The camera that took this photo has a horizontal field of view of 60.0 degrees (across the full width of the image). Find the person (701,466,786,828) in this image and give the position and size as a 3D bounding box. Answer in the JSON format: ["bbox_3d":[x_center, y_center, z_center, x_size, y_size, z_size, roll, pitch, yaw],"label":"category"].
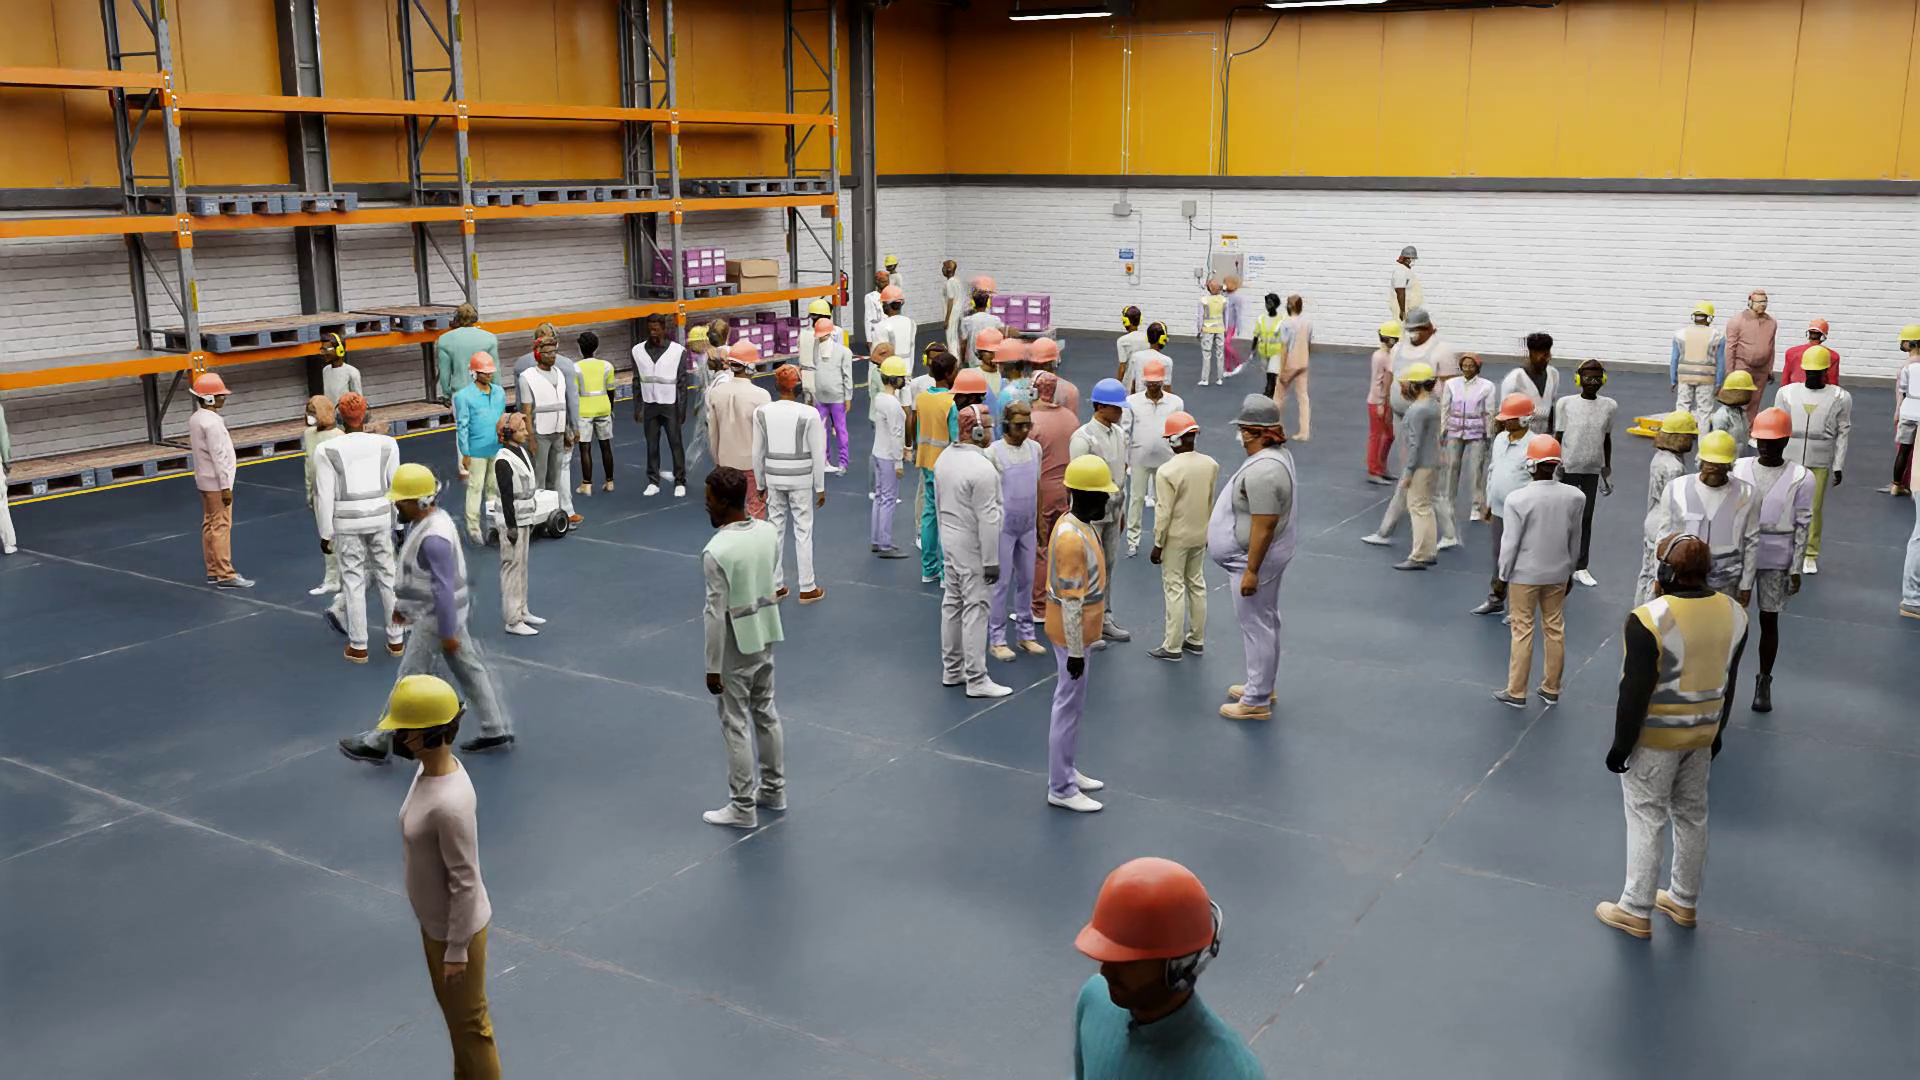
[{"bbox_3d":[-1.127,0.560,8.671,0.384,1.910,0.594,7,15,26],"label":"person"}]

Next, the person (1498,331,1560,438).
[{"bbox_3d":[5.149,-0.954,15.183,0.628,1.932,0.619,-6,14,-25],"label":"person"}]

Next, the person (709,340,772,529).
[{"bbox_3d":[-1.769,-0.643,13.694,0.613,1.994,0.381,6,14,24],"label":"person"}]

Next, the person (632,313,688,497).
[{"bbox_3d":[-3.080,-1.390,17.138,0.593,1.907,0.407,2,13,9],"label":"person"}]

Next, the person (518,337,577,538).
[{"bbox_3d":[-3.835,-0.963,15.407,0.388,1.848,0.564,6,14,25],"label":"person"}]

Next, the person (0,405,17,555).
[{"bbox_3d":[-8.560,-0.649,14.496,0.514,1.641,0.315,-9,16,-35],"label":"person"}]

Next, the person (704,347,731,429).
[{"bbox_3d":[-2.353,-1.083,16.382,0.309,1.641,0.514,-4,13,-15],"label":"person"}]

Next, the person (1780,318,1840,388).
[{"bbox_3d":[9.293,-1.555,18.217,0.575,1.739,0.350,9,16,34],"label":"person"}]

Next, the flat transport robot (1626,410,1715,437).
[{"bbox_3d":[9.157,-1.464,21.029,1.431,0.197,0.652,-9,16,-32],"label":"flat transport robot"}]

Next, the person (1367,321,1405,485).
[{"bbox_3d":[4.543,-1.462,17.779,0.330,1.757,0.538,9,16,34],"label":"person"}]

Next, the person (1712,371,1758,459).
[{"bbox_3d":[6.372,-0.535,13.778,0.300,1.742,0.493,12,18,42],"label":"person"}]

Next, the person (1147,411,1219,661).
[{"bbox_3d":[1.535,-0.030,11.582,0.563,1.743,0.334,-11,17,-40],"label":"person"}]

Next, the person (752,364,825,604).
[{"bbox_3d":[-1.332,-0.435,13.034,0.584,1.882,0.337,4,14,16],"label":"person"}]

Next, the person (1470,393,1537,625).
[{"bbox_3d":[4.135,-0.238,12.485,0.338,1.743,0.560,-6,14,-24],"label":"person"}]

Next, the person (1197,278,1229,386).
[{"bbox_3d":[3.864,-3.171,25.430,0.514,1.645,0.307,-3,13,-14],"label":"person"}]

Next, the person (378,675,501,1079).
[{"bbox_3d":[-1.779,1.312,5.717,0.310,1.768,0.533,-7,15,-26],"label":"person"}]

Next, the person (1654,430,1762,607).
[{"bbox_3d":[4.636,0.214,10.356,0.595,1.825,0.403,5,14,22],"label":"person"}]

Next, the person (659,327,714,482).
[{"bbox_3d":[-2.766,-1.405,17.629,0.885,1.699,0.492,0,13,-2],"label":"person"}]

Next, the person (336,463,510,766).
[{"bbox_3d":[-3.095,0.425,9.526,0.973,1.766,0.596,-3,13,-13],"label":"person"}]

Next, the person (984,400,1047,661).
[{"bbox_3d":[0.374,-0.067,11.559,0.515,1.835,0.359,-9,16,-34],"label":"person"}]

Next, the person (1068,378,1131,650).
[{"bbox_3d":[1.004,-0.190,11.859,0.414,1.940,0.605,10,17,38],"label":"person"}]

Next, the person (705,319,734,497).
[{"bbox_3d":[-2.436,-1.337,17.034,0.330,1.844,0.520,6,14,23],"label":"person"}]

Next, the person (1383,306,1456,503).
[{"bbox_3d":[4.536,-1.341,16.621,0.538,2.000,0.680,-12,17,-41],"label":"person"}]

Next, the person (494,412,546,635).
[{"bbox_3d":[-3.262,-0.125,12.228,0.308,1.641,0.516,0,13,-2],"label":"person"}]

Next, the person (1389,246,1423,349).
[{"bbox_3d":[7.353,-3.828,27.412,0.536,2.000,0.672,4,14,16],"label":"person"}]

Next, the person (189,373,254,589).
[{"bbox_3d":[-6.035,-0.482,13.527,0.326,1.752,0.559,-10,17,-38],"label":"person"}]

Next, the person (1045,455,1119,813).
[{"bbox_3d":[0.650,0.488,8.938,0.382,1.924,0.594,2,13,7],"label":"person"}]

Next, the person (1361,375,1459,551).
[{"bbox_3d":[4.064,-0.685,14.768,0.856,1.587,0.529,7,15,29],"label":"person"}]

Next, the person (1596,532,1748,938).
[{"bbox_3d":[3.168,0.871,7.465,0.635,1.842,0.429,-5,14,-21],"label":"person"}]

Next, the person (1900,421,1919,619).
[{"bbox_3d":[7.425,-0.396,12.626,0.385,1.993,0.611,8,15,32],"label":"person"}]

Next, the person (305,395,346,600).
[{"bbox_3d":[-5.006,-0.344,13.194,0.499,1.633,0.280,9,15,33],"label":"person"}]

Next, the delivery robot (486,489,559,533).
[{"bbox_3d":[-3.981,-0.295,15.134,0.477,0.478,0.707,6,14,24],"label":"delivery robot"}]

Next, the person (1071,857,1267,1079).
[{"bbox_3d":[0.432,1.648,3.754,0.393,1.995,0.612,-9,16,-33],"label":"person"}]

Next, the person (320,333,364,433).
[{"bbox_3d":[-5.778,-1.009,15.559,0.532,1.868,0.310,8,15,31],"label":"person"}]

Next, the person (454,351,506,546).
[{"bbox_3d":[-4.282,-0.834,15.054,0.343,1.749,0.573,8,15,31],"label":"person"}]

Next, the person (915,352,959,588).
[{"bbox_3d":[-0.145,-0.568,13.537,0.391,1.920,0.593,-9,16,-35],"label":"person"}]

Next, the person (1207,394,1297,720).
[{"bbox_3d":[1.814,0.095,10.395,0.536,2.000,0.688,4,14,18],"label":"person"}]
